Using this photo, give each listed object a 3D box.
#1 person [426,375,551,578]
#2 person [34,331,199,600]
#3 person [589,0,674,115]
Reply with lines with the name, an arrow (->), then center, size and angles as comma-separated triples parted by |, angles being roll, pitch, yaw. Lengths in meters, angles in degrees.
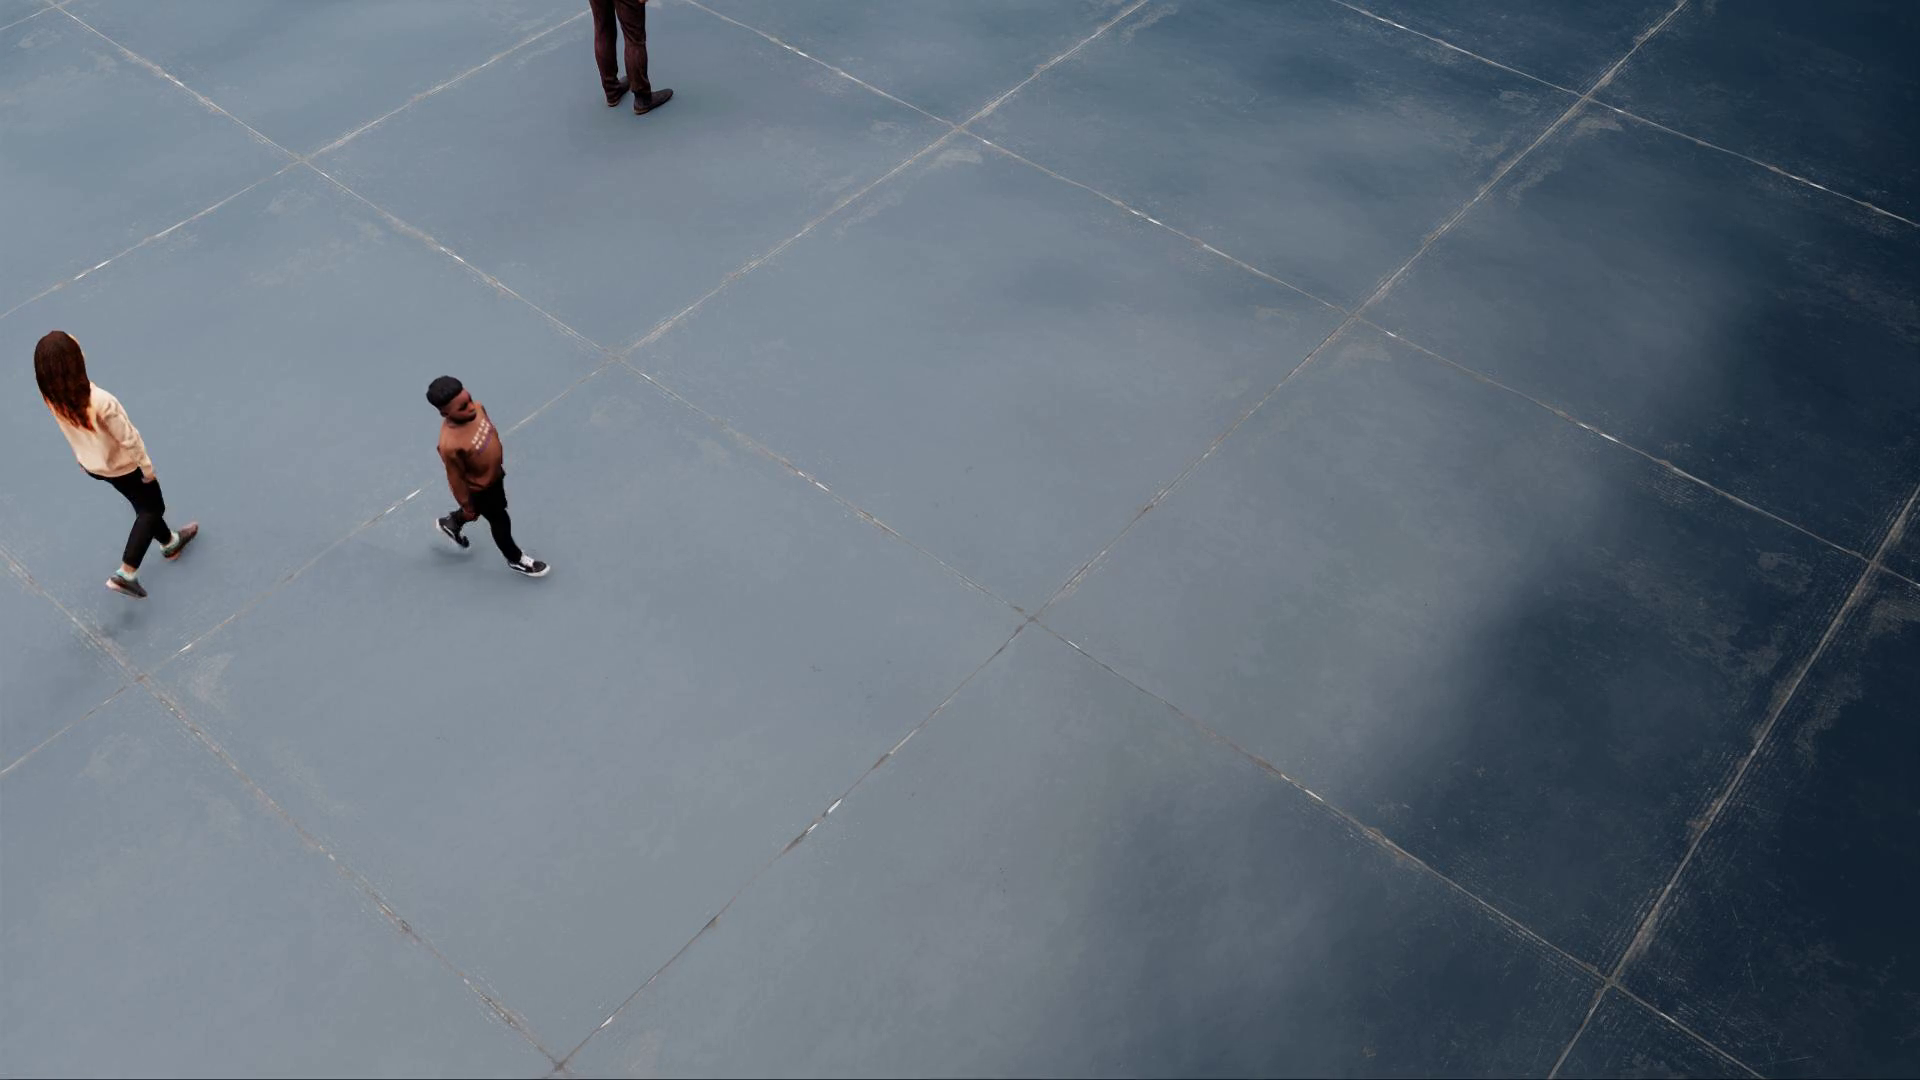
person -> -2.328, -0.306, 7.885 | 0.796, 1.240, 0.831 | 10, 48, 9
person -> -3.979, -0.332, 7.752 | 0.739, 1.470, 0.921 | 15, 49, 14
person -> -2.203, -3.577, 10.484 | 0.742, 1.864, 0.670 | 20, 50, 17
